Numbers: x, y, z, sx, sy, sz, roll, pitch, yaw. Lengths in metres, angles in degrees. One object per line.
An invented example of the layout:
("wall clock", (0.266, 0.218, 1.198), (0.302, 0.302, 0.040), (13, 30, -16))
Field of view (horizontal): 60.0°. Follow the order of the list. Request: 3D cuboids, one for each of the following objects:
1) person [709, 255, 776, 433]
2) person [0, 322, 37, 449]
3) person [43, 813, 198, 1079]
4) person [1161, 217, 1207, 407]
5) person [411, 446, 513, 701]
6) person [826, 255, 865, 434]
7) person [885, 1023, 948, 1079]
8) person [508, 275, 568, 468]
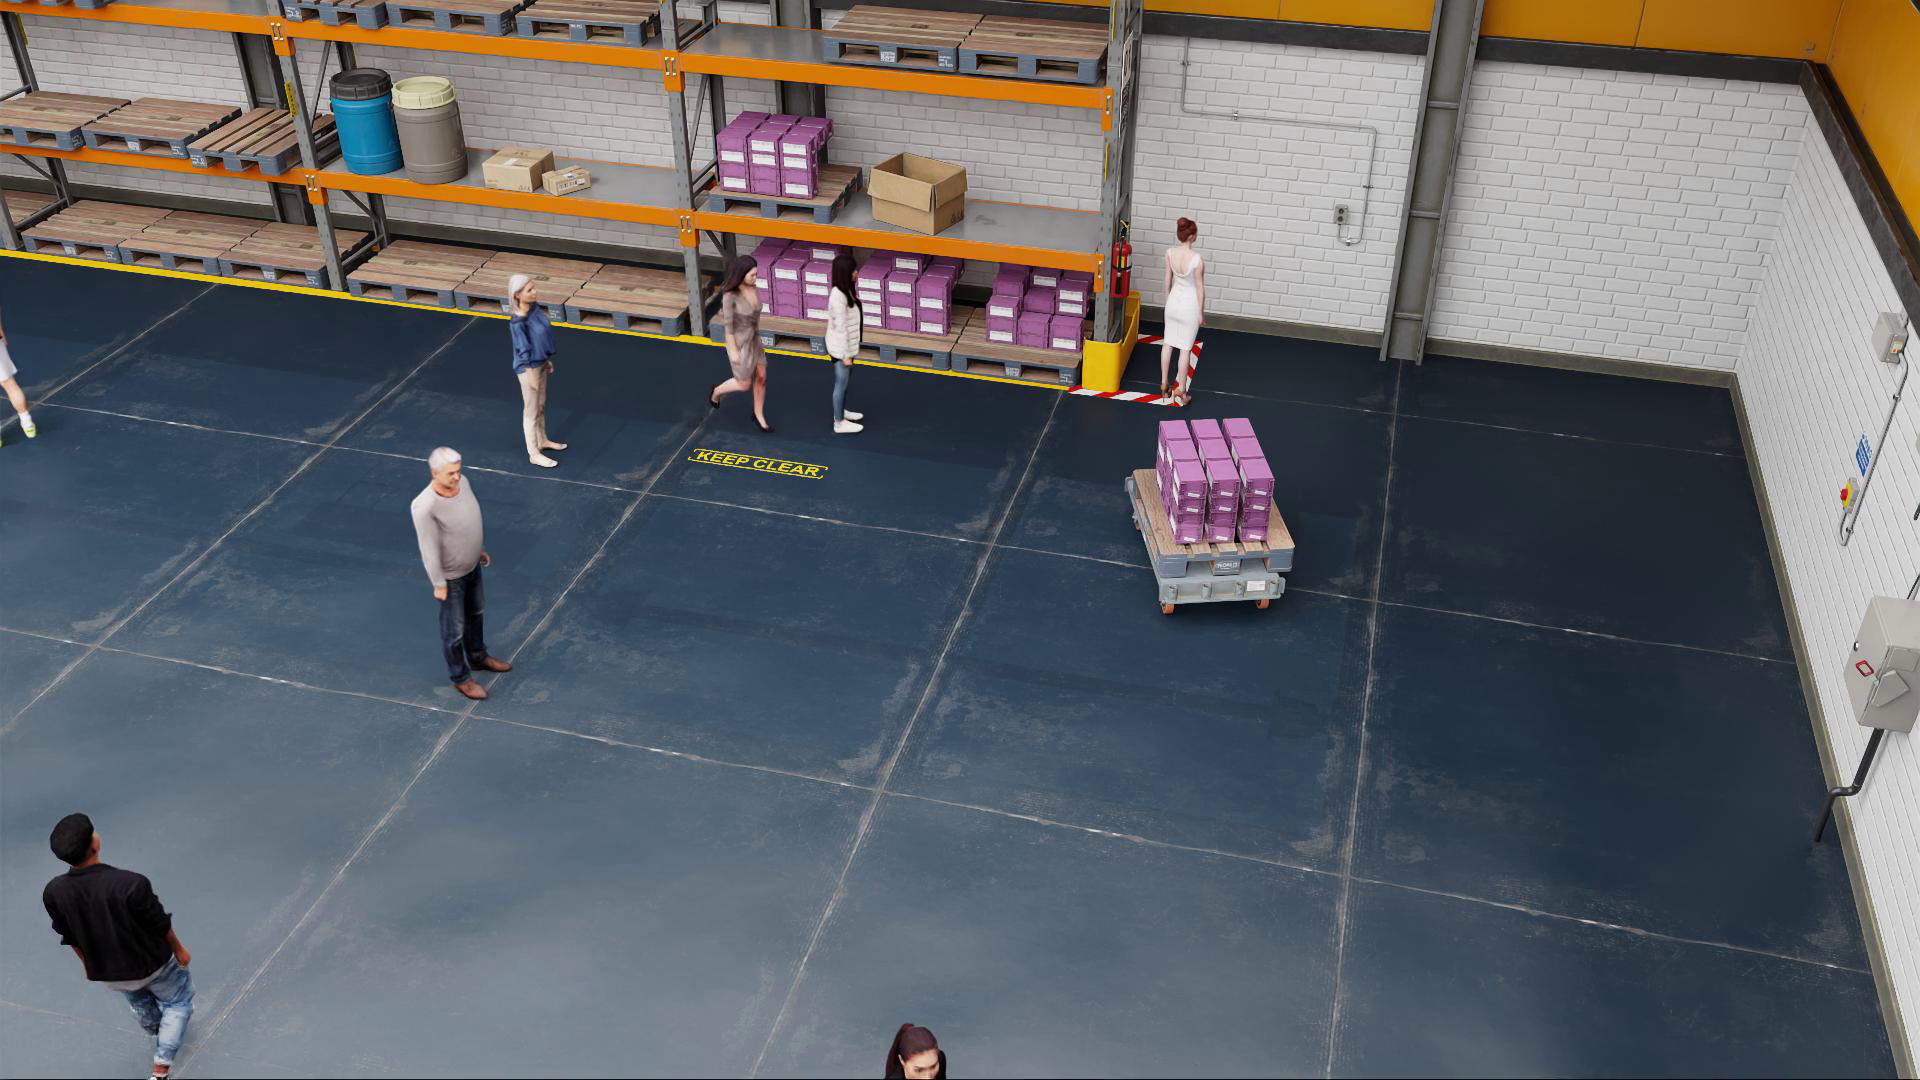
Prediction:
("person", (-1.921, -1.663, 14.276), (0.949, 1.710, 0.760), (16, 37, 23))
("person", (-8.371, -1.664, 14.166), (0.713, 1.833, 0.736), (-25, 41, -32))
("person", (-4.234, 2.152, 8.458), (0.962, 1.797, 0.892), (0, 34, 0))
("person", (1.960, -2.026, 14.748), (0.572, 1.793, 0.700), (28, 42, 35))
("person", (-3.434, 0.191, 11.316), (0.621, 1.899, 0.732), (10, 35, 15))
("person", (-1.019, -1.700, 14.398), (0.628, 1.636, 0.657), (1, 34, 1))
("person", (-0.215, 2.801, 7.606), (0.688, 1.660, 0.681), (26, 42, 33))
("person", (-3.591, -1.442, 13.955), (0.609, 1.696, 0.644), (4, 34, 5))
